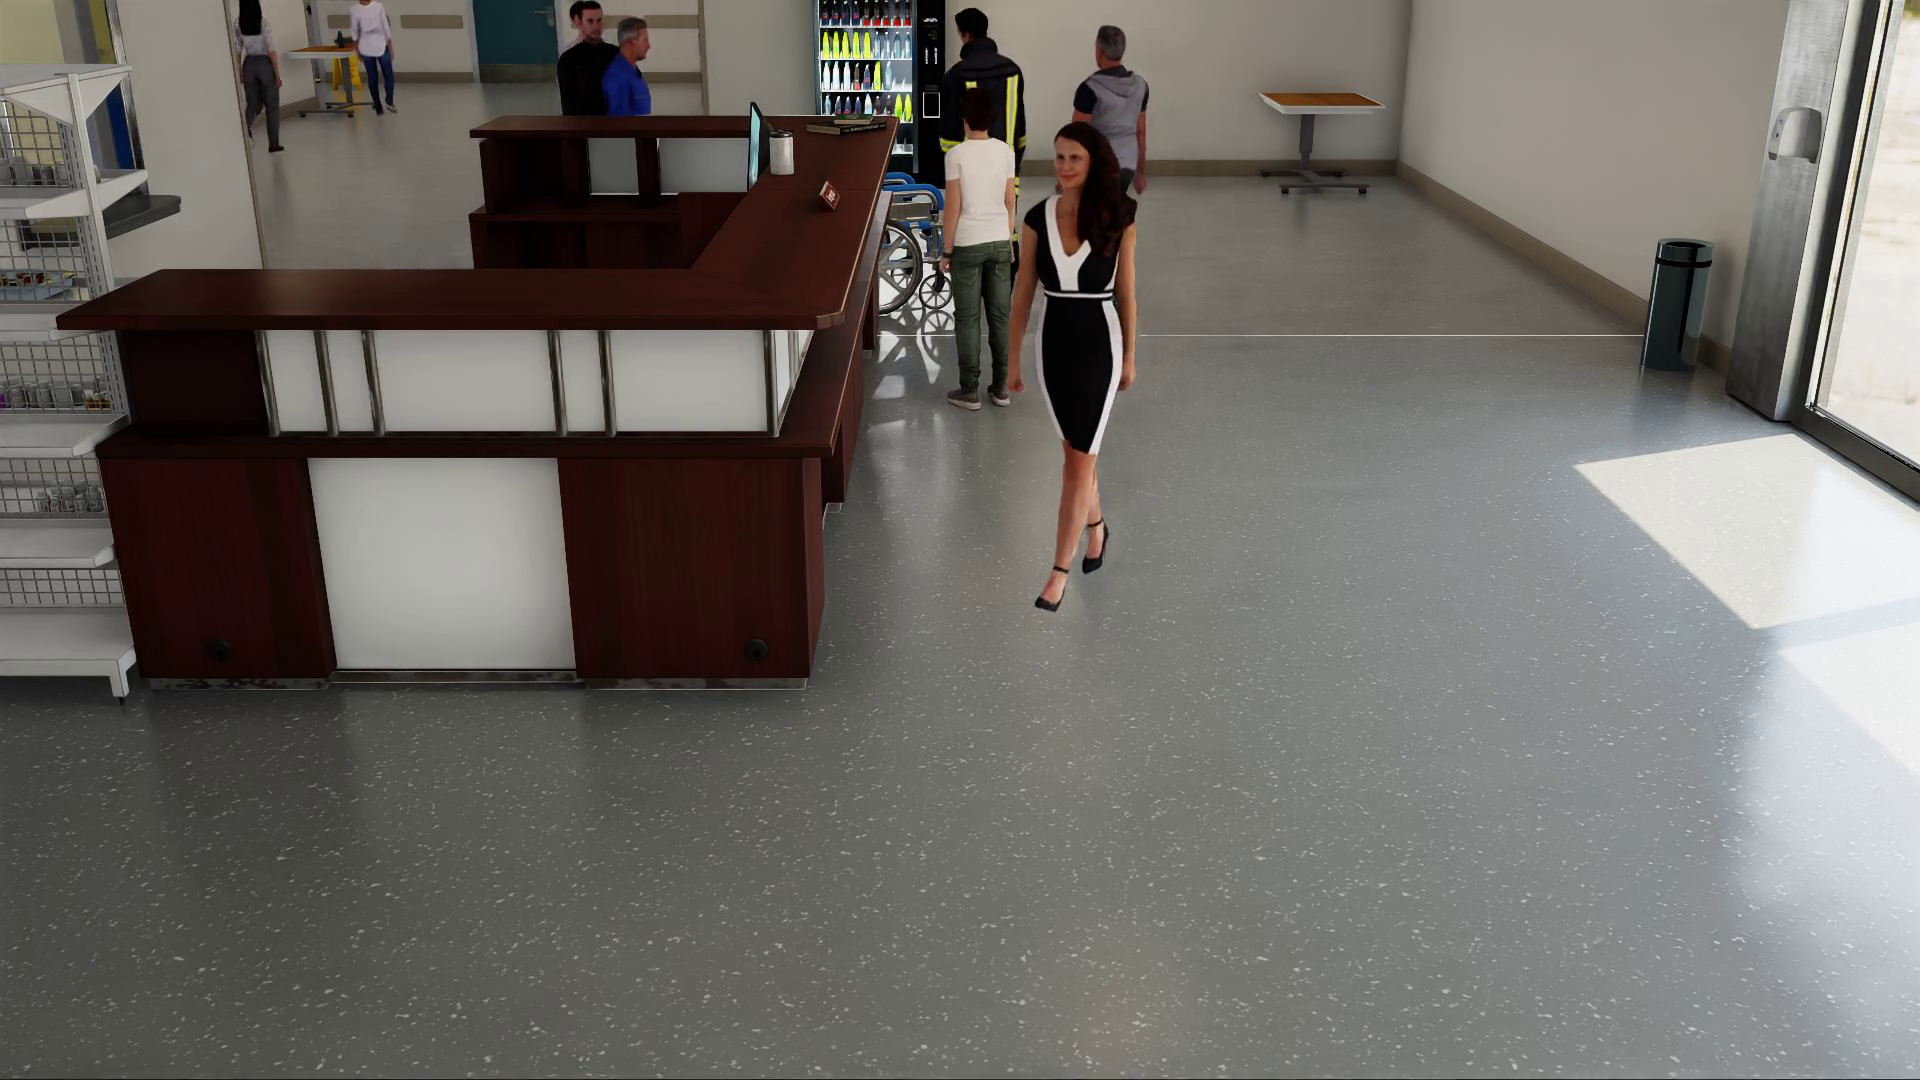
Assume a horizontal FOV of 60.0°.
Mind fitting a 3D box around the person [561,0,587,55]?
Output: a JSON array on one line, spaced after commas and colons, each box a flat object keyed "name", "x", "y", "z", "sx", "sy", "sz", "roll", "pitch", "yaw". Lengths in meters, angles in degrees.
[{"name": "person", "x": -2.963, "y": -3.345, "z": 13.281, "sx": 1.196, "sy": 1.818, "sz": 1.043, "roll": 14, "pitch": 25, "yaw": 32}]

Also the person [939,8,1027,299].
[{"name": "person", "x": 0.190, "y": -2.466, "z": 10.862, "sx": 1.132, "sy": 1.886, "sz": 1.026, "roll": -5, "pitch": 21, "yaw": -14}]

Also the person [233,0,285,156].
[{"name": "person", "x": -7.461, "y": -4.926, "z": 17.597, "sx": 0.907, "sy": 1.716, "sz": 0.739, "roll": 3, "pitch": 21, "yaw": 7}]

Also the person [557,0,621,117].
[{"name": "person", "x": -2.534, "y": -2.813, "z": 11.740, "sx": 0.738, "sy": 1.913, "sz": 0.841, "roll": -14, "pitch": 25, "yaw": -32}]

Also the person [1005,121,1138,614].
[{"name": "person", "x": 0.460, "y": -0.646, "z": 6.245, "sx": 1.128, "sy": 1.753, "sz": 0.924, "roll": 7, "pitch": 22, "yaw": 18}]

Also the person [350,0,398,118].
[{"name": "person", "x": -7.456, "y": -6.243, "z": 21.093, "sx": 0.611, "sy": 1.702, "sz": 0.761, "roll": -4, "pitch": 21, "yaw": -10}]

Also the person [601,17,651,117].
[{"name": "person", "x": -2.358, "y": -2.630, "z": 11.405, "sx": 0.764, "sy": 1.808, "sz": 0.751, "roll": 0, "pitch": 21, "yaw": 1}]

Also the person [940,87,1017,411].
[{"name": "person", "x": 0.108, "y": -1.513, "z": 8.673, "sx": 0.578, "sy": 1.654, "sz": 0.707, "roll": -8, "pitch": 22, "yaw": -20}]

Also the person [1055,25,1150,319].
[{"name": "person", "x": 1.016, "y": -2.279, "z": 10.494, "sx": 1.017, "sy": 1.796, "sz": 1.058, "roll": -17, "pitch": 26, "yaw": -37}]
